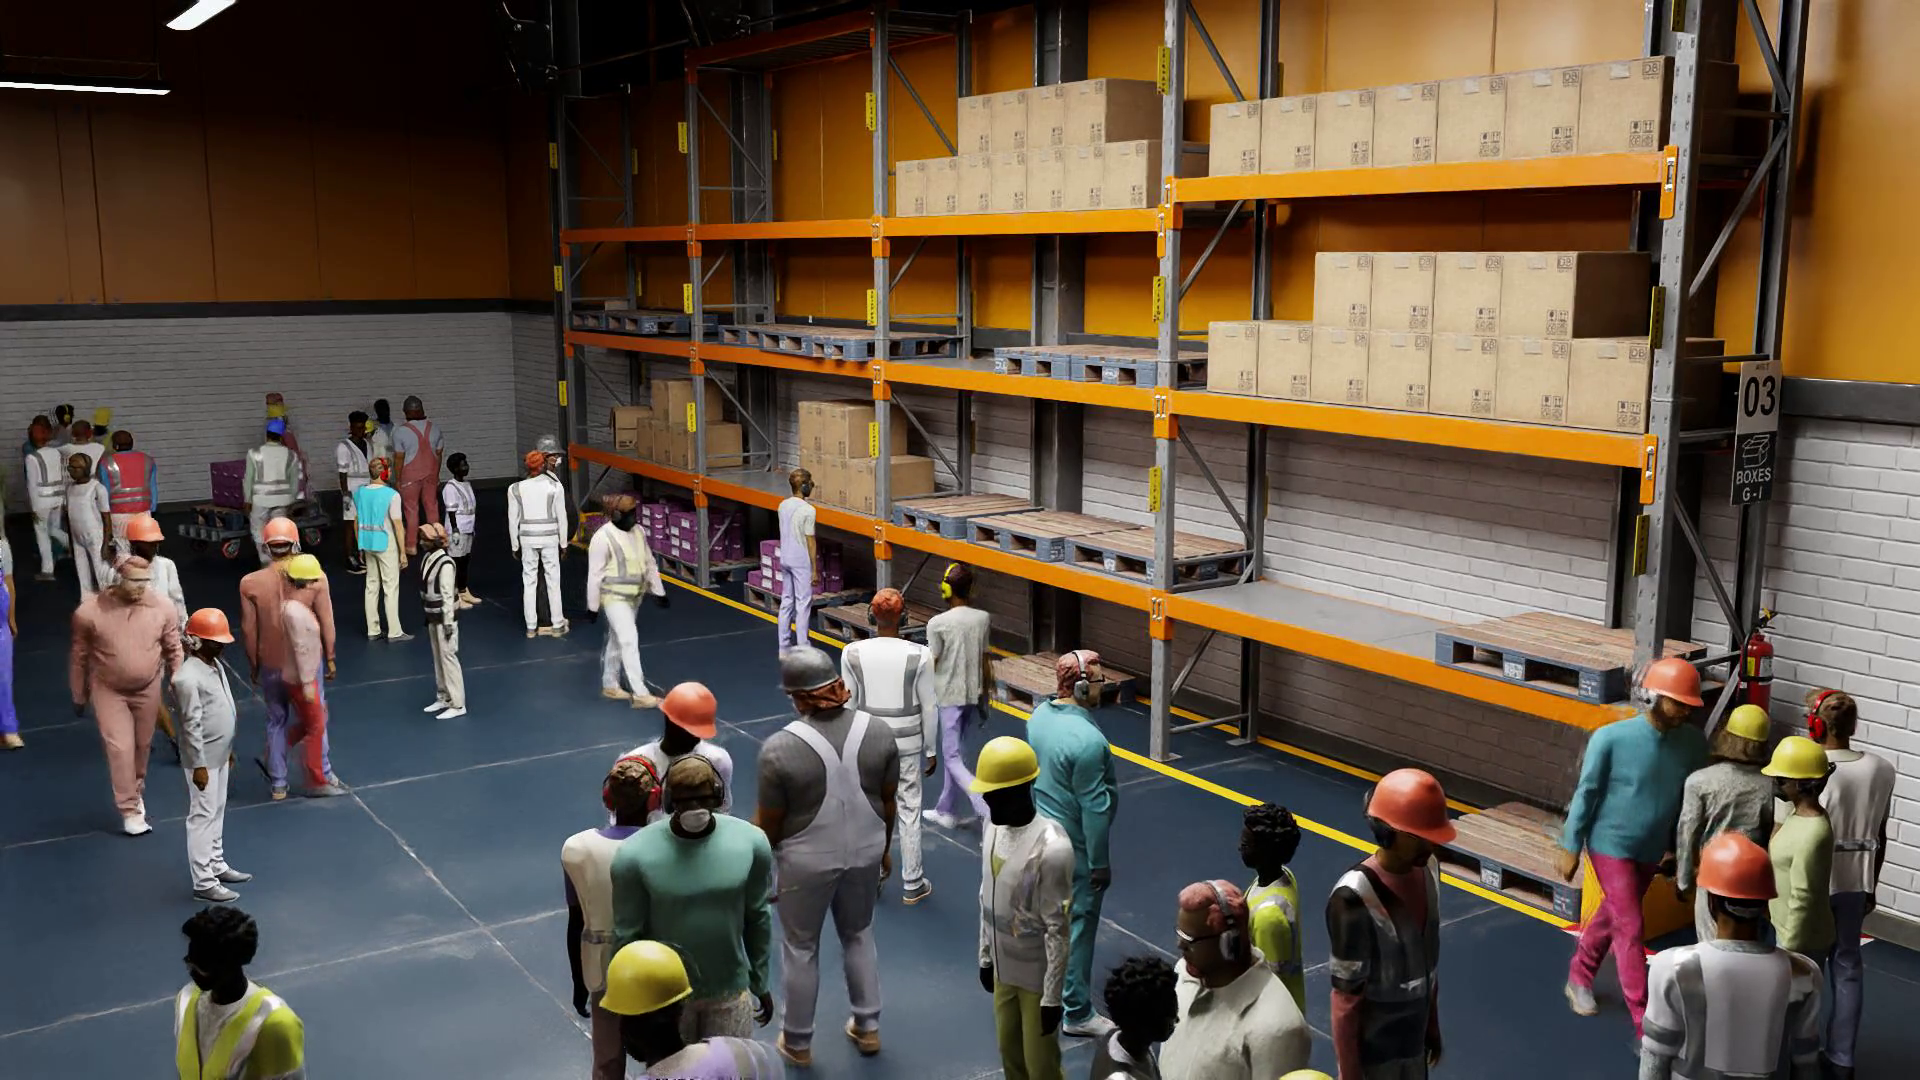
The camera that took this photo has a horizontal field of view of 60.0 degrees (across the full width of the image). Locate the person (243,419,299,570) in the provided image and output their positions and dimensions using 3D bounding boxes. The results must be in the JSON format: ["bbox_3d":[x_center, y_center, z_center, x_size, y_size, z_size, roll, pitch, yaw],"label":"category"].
[{"bbox_3d":[-8.094,-0.467,19.554,0.662,1.907,0.445,-7,12,-36],"label":"person"}]

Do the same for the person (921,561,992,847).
[{"bbox_3d":[0.006,1.059,10.812,0.523,1.842,0.866,-8,12,-39],"label":"person"}]

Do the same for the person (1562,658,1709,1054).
[{"bbox_3d":[3.257,1.492,8.028,0.636,1.928,0.989,-3,10,-15],"label":"person"}]

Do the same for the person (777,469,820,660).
[{"bbox_3d":[-1.508,0.248,15.580,0.502,1.837,0.351,10,14,44],"label":"person"}]

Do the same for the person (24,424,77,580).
[{"bbox_3d":[-10.638,-0.435,19.495,0.624,1.867,0.574,2,10,12],"label":"person"}]

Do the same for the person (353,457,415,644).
[{"bbox_3d":[-5.702,0.107,16.363,0.569,1.843,0.374,4,10,23],"label":"person"}]

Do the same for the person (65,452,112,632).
[{"bbox_3d":[-8.809,0.030,16.816,0.506,1.846,0.349,3,10,16],"label":"person"}]

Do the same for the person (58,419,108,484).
[{"bbox_3d":[-10.766,-0.575,20.473,0.574,1.817,0.864,-3,10,-15],"label":"person"}]

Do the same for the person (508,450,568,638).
[{"bbox_3d":[-4.203,0.043,16.628,0.572,1.883,0.355,-1,10,-4],"label":"person"}]

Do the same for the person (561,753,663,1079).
[{"bbox_3d":[-1.300,1.771,6.636,0.561,1.836,0.393,1,10,7],"label":"person"}]

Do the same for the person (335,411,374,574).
[{"bbox_3d":[-7.254,-0.586,20.080,0.373,1.963,0.607,3,10,18],"label":"person"}]

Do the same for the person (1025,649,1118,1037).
[{"bbox_3d":[0.577,1.472,8.170,0.409,1.907,0.651,-4,11,-23],"label":"person"}]

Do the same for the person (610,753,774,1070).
[{"bbox_3d":[-1.024,1.752,6.436,0.635,1.937,0.352,-4,10,-22],"label":"person"}]

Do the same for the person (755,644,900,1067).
[{"bbox_3d":[-0.651,1.460,7.845,0.700,2.000,0.535,-5,11,-26],"label":"person"}]

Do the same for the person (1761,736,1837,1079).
[{"bbox_3d":[3.600,1.710,7.206,0.340,1.761,0.525,4,11,24],"label":"person"}]

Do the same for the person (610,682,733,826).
[{"bbox_3d":[-1.368,1.556,7.826,0.616,1.863,1.018,-2,10,-11],"label":"person"}]

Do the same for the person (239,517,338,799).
[{"bbox_3d":[-4.698,0.829,11.688,0.611,1.995,0.377,-3,10,-14],"label":"person"}]

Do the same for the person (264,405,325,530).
[{"bbox_3d":[-9.247,-0.979,22.960,0.995,1.768,0.617,-4,10,-22],"label":"person"}]

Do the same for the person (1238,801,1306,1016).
[{"bbox_3d":[1.198,1.854,6.546,0.318,1.697,0.534,2,10,10],"label":"person"}]

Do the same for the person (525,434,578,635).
[{"bbox_3d":[-4.139,-0.075,16.859,0.535,2.000,0.682,-2,10,-12],"label":"person"}]

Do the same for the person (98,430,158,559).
[{"bbox_3d":[-9.515,-0.342,19.051,0.431,1.835,0.624,9,13,44],"label":"person"}]

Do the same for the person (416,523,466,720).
[{"bbox_3d":[-4.290,0.662,13.744,0.314,1.631,0.518,-7,12,-35],"label":"person"}]

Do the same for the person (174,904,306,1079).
[{"bbox_3d":[-2.402,2.023,5.553,0.539,1.695,0.317,4,11,24],"label":"person"}]

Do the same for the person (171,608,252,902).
[{"bbox_3d":[-4.440,1.261,9.886,0.337,1.742,0.561,-1,10,-8],"label":"person"}]

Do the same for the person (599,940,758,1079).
[{"bbox_3d":[-0.682,2.077,4.720,0.890,1.880,0.618,7,12,34],"label":"person"}]

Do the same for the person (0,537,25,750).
[{"bbox_3d":[-7.549,0.631,12.713,0.710,2.000,0.940,-9,13,-42],"label":"person"}]

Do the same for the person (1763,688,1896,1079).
[{"bbox_3d":[3.977,1.598,7.641,0.561,1.837,0.390,-1,10,-6],"label":"person"}]

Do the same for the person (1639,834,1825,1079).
[{"bbox_3d":[2.509,1.917,5.501,0.544,1.930,0.388,1,10,7],"label":"person"}]

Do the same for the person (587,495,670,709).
[{"bbox_3d":[-2.771,0.516,14.082,0.856,1.806,0.648,4,10,22],"label":"person"}]

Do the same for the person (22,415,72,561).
[{"bbox_3d":[-11.441,-0.646,20.829,0.503,1.837,0.338,1,10,5],"label":"person"}]

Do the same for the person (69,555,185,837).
[{"bbox_3d":[-5.490,1.014,11.010,0.668,1.859,0.936,-9,13,-42],"label":"person"}]

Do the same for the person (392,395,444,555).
[{"bbox_3d":[-7.000,-0.842,21.358,0.538,2.000,0.684,8,13,40],"label":"person"}]

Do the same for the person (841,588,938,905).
[{"bbox_3d":[-0.407,1.212,9.765,0.576,1.884,0.354,2,10,10],"label":"person"}]

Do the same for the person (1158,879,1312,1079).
[{"bbox_3d":[0.805,1.980,5.234,0.403,1.897,0.654,-4,11,-23],"label":"person"}]

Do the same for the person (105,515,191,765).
[{"bbox_3d":[-6.076,0.743,12.529,1.026,1.879,0.564,5,11,25],"label":"person"}]

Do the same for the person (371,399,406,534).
[{"bbox_3d":[-7.873,-0.989,22.653,0.821,1.895,0.593,6,11,31],"label":"person"}]

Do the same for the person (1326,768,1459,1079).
[{"bbox_3d":[1.557,1.787,5.967,0.411,2.032,0.612,9,13,44],"label":"person"}]

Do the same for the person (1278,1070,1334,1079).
[{"bbox_3d":[0.866,2.206,4.361,0.321,1.738,0.484,2,10,12],"label":"person"}]

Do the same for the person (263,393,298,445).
[{"bbox_3d":[-9.597,-1.127,23.445,0.638,1.903,0.408,7,12,37],"label":"person"}]

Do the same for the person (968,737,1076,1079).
[{"bbox_3d":[0.236,1.720,6.713,0.405,1.913,0.591,-5,11,-29],"label":"person"}]

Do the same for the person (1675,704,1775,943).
[{"bbox_3d":[3.639,1.637,7.825,0.501,1.713,0.612,1,10,6],"label":"person"}]

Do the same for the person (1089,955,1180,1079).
[{"bbox_3d":[0.503,2.095,5.186,0.343,1.681,0.535,1,10,3],"label":"person"}]

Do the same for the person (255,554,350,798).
[{"bbox_3d":[-4.632,0.961,11.629,0.545,1.750,0.535,-3,10,-16],"label":"person"}]

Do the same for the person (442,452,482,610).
[{"bbox_3d":[-5.408,-0.104,18.032,0.318,1.700,0.535,0,10,3],"label":"person"}]

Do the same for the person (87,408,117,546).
[{"bbox_3d":[-11.155,-0.787,21.578,0.661,1.852,0.969,1,10,4],"label":"person"}]

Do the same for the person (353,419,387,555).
[{"bbox_3d":[-7.521,-0.667,21.157,0.522,1.763,0.319,3,10,17],"label":"person"}]

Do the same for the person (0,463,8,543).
[{"bbox_3d":[-11.738,-0.401,20.063,0.724,1.601,0.510,9,13,42],"label":"person"}]
